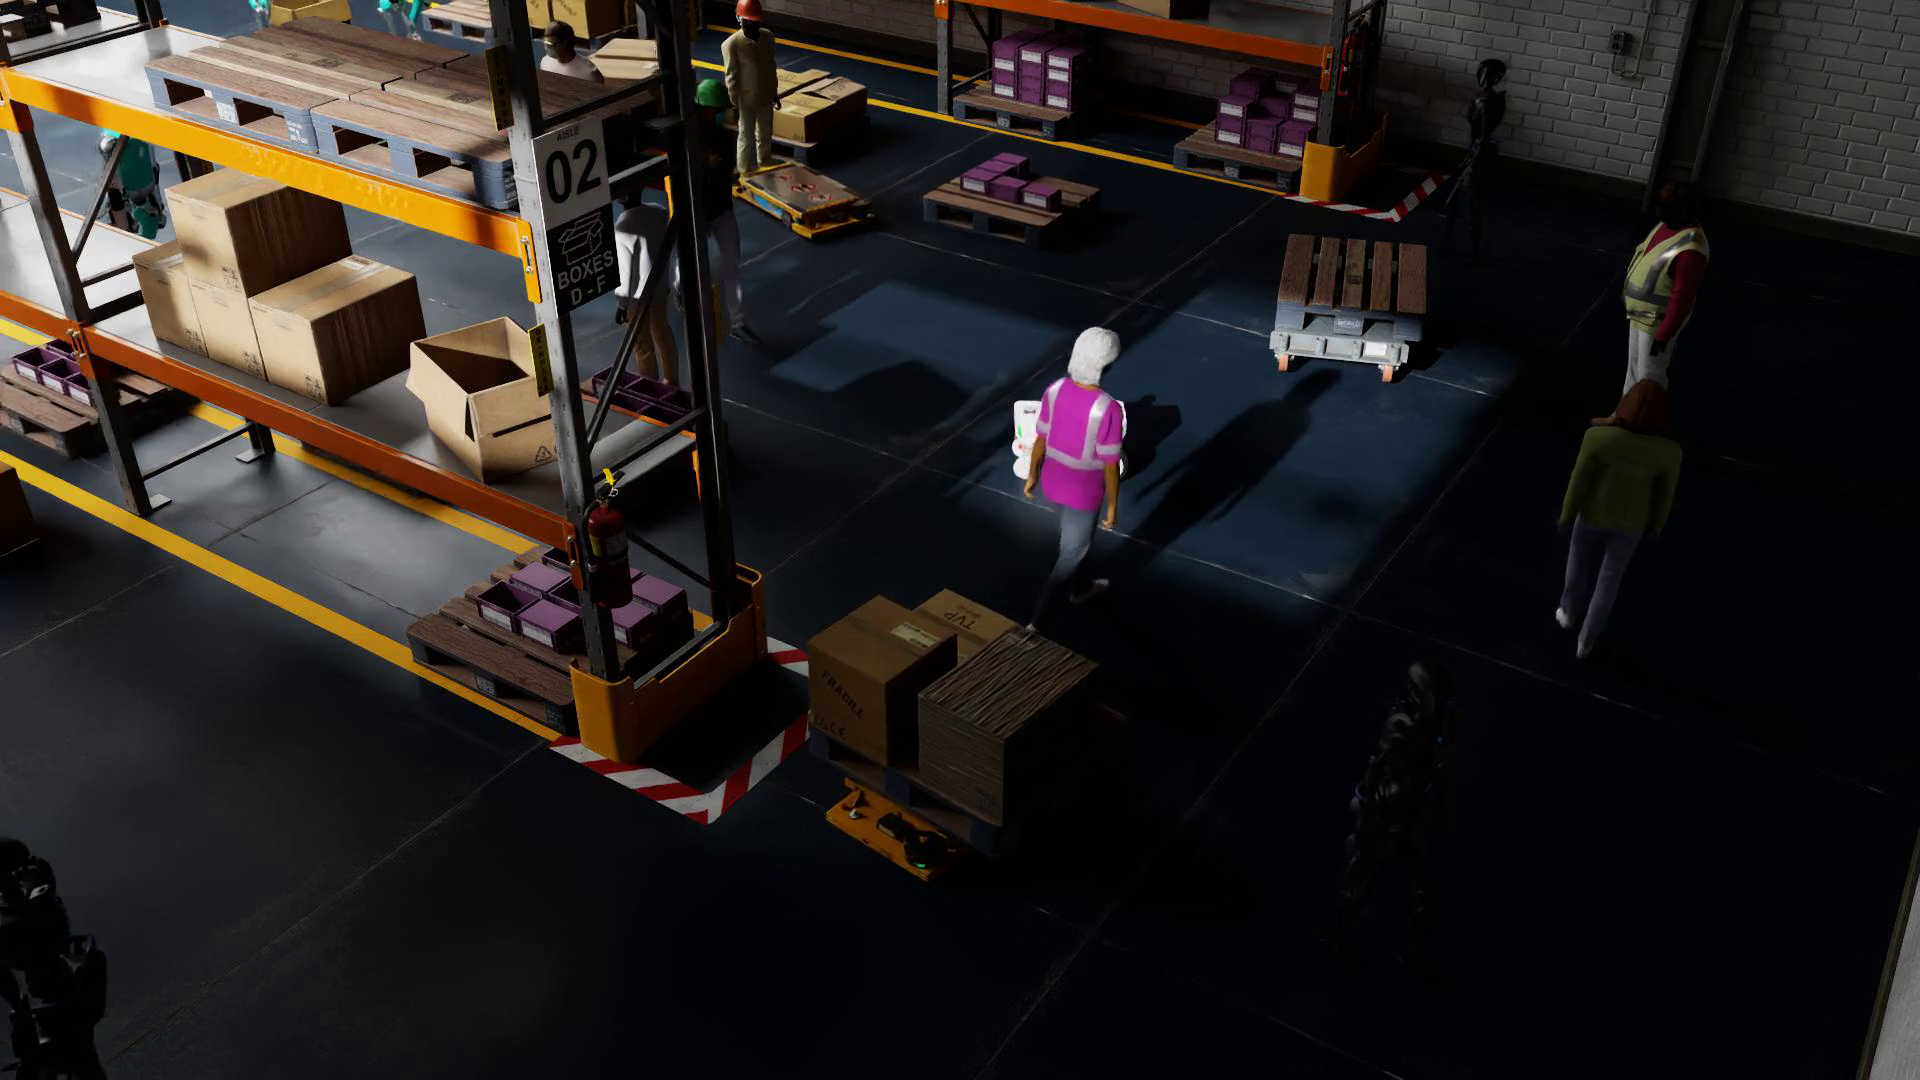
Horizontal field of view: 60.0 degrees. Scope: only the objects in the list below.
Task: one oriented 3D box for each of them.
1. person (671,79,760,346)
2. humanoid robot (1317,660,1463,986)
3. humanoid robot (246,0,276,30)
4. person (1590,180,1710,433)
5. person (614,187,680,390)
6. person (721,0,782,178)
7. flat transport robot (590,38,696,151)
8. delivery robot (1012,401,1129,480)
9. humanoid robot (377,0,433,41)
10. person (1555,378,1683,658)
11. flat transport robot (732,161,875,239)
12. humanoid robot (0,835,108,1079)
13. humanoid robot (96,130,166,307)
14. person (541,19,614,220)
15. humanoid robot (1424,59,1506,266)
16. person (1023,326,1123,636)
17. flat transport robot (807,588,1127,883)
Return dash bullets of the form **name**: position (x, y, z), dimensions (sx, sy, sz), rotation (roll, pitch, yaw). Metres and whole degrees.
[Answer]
- **person**: position (-1.843, -2.428, 12.103), dimensions (0.500, 1.906, 0.960), rotation (-24, 40, -32)
- **humanoid robot**: position (1.823, 1.180, 6.779), dimensions (0.606, 1.637, 0.613), rotation (-24, 40, -32)
- **humanoid robot**: position (-7.530, -5.980, 17.752), dimensions (0.530, 1.777, 0.999), rotation (-26, 41, -34)
- **person**: position (4.416, -1.411, 10.606), dimensions (0.430, 1.838, 0.618), rotation (3, 33, 5)
- **person**: position (-2.132, -1.673, 11.082), dimensions (0.340, 1.748, 0.571), rotation (15, 36, 22)
- **person**: position (-1.769, -3.824, 14.387), dimensions (0.329, 1.750, 0.571), rotation (26, 41, 34)
- **flat transport robot**: position (-3.072, -3.712, 15.578), dimensions (1.431, 0.231, 0.659), rotation (6, 34, 9)
- **delivery robot**: position (0.712, -0.689, 10.673), dimensions (0.802, 0.598, 0.499), rotation (0, 33, 0)
- **humanoid robot**: position (-5.867, -5.787, 17.456), dimensions (1.033, 1.753, 0.547), rotation (27, 42, 35)
- **person**: position (3.476, -0.142, 8.846), dimensions (0.536, 1.614, 0.539), rotation (12, 35, 18)
- **flat transport robot**: position (-1.407, -2.980, 14.453), dimensions (0.659, 0.231, 1.431), rotation (-22, 39, -30)
- **humanoid robot**: position (-3.216, 1.672, 6.017), dimensions (0.465, 1.640, 0.601), rotation (-4, 33, -7)
- **humanoid robot**: position (-6.176, -2.355, 12.175), dimensions (0.835, 1.783, 0.548), rotation (6, 33, 8)
- **person**: position (-3.036, -3.167, 13.213), dimensions (0.632, 1.936, 0.352), rotation (20, 38, 28)
- **humanoid robot**: position (4.053, -2.975, 13.156), dimensions (0.472, 1.649, 0.588), rotation (6, 34, 9)
- **person**: position (0.579, -0.279, 8.902), dimensions (0.568, 1.803, 0.837), rotation (28, 42, 36)
- **flat transport robot**: position (0.067, 1.099, 8.184), dimensions (0.659, 0.231, 1.431), rotation (25, 40, 33)
